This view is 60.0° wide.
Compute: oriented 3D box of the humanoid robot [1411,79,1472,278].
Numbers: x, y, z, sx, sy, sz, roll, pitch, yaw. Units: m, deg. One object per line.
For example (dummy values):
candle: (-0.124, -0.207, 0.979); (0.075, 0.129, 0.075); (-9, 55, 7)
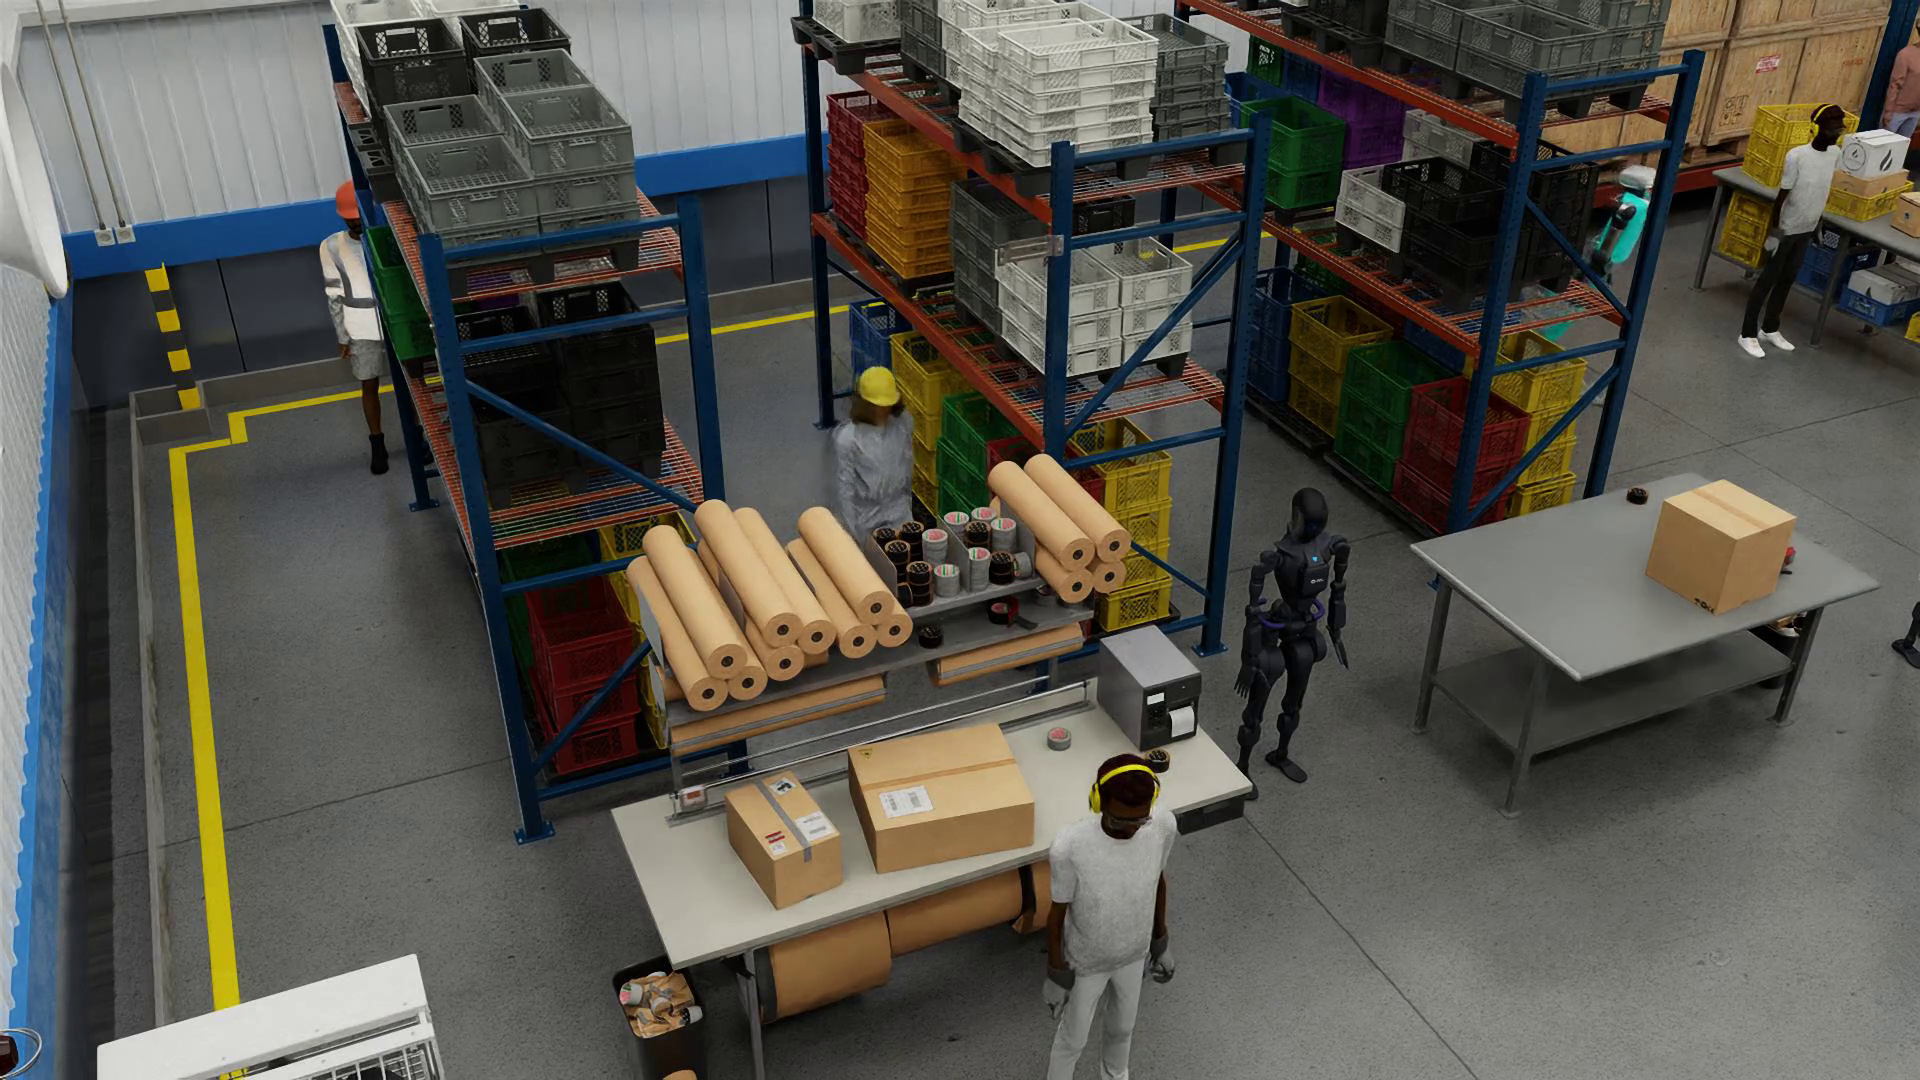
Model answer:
humanoid robot: (3.841, -2.940, 13.392); (0.599, 1.653, 0.315); (-13, 34, -20)

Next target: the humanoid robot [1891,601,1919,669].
humanoid robot: (5.383, -0.087, 8.758); (0.599, 1.653, 0.315); (-13, 34, -20)

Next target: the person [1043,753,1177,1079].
person: (0.543, 1.515, 5.989); (0.518, 1.865, 0.328); (-13, 34, -20)

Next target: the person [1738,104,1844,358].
person: (6.085, -2.245, 12.088); (0.518, 1.873, 0.328); (-13, 34, -20)

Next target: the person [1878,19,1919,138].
person: (8.362, -3.797, 14.707); (0.523, 1.769, 0.313); (-13, 34, -20)

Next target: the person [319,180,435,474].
person: (-3.693, -1.349, 10.570); (0.542, 1.939, 0.358); (-13, 34, -20)

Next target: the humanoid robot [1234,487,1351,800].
humanoid robot: (1.559, 0.481, 7.835); (0.599, 1.653, 0.315); (-13, 34, -20)

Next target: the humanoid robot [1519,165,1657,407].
humanoid robot: (4.173, -1.807, 11.556); (1.011, 1.749, 0.555); (23, 38, 33)

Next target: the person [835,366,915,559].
person: (-0.396, -0.122, 8.795); (0.508, 1.703, 0.849); (-19, 36, -28)
